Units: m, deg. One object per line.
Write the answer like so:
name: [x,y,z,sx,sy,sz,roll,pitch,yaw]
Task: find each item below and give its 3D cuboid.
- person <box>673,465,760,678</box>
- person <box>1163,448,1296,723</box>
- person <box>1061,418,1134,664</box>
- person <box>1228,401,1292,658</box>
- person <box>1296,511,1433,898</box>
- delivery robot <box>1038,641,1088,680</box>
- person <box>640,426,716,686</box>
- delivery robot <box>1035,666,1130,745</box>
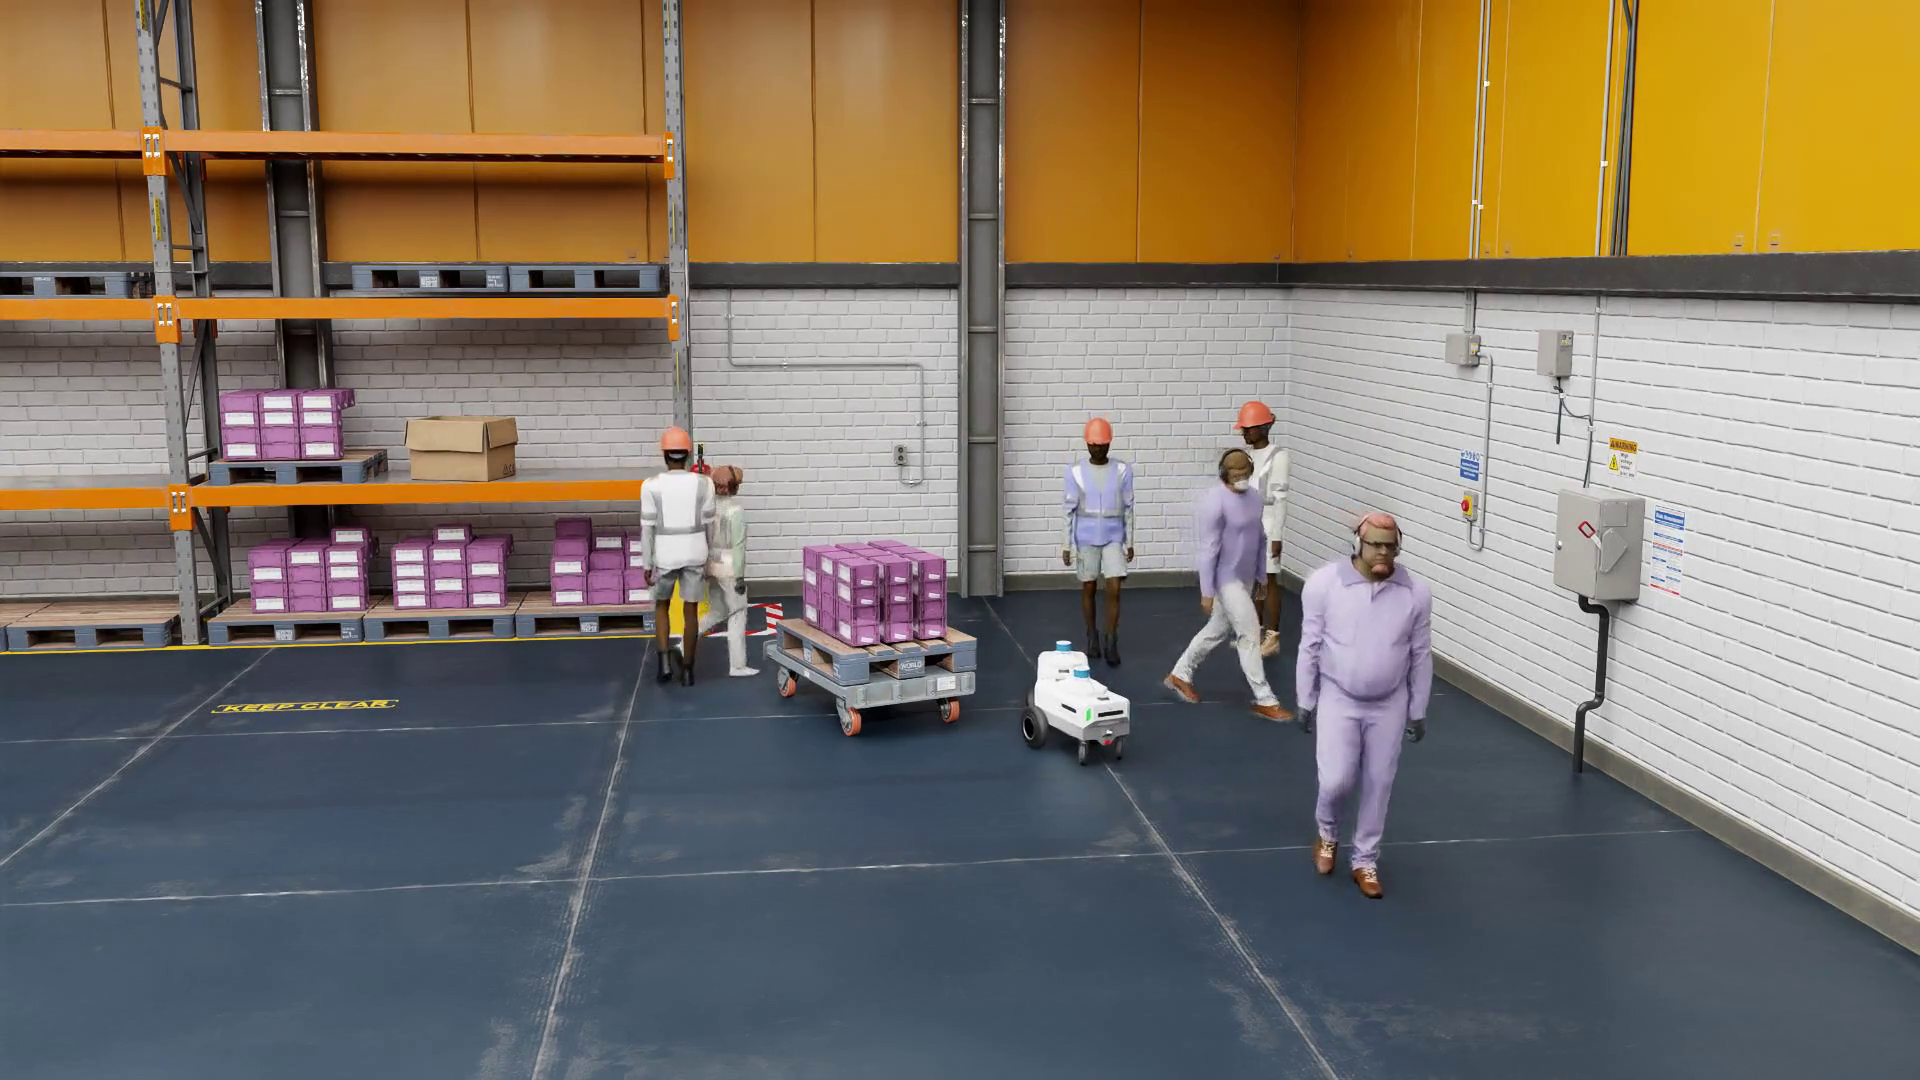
person: [-1.807,0.252,12.370,0.572,1.621,0.523,-8,12,-40]
person: [1.831,0.279,11.438,1.026,1.874,0.665,7,12,38]
person: [1.074,0.016,12.901,0.581,1.909,0.737,0,9,1]
person: [2.357,-0.088,13.214,0.402,2.031,0.613,-4,10,-25]
person: [1.970,0.795,8.086,0.652,1.894,0.422,0,9,1]
delivery robot: [0.695,0.923,11.194,0.477,0.478,0.707,1,9,3]
person: [-2.064,0.124,12.225,0.550,1.918,0.406,-2,9,-11]
delivery robot: [0.765,1.040,10.463,0.477,0.478,0.707,-4,10,-26]
